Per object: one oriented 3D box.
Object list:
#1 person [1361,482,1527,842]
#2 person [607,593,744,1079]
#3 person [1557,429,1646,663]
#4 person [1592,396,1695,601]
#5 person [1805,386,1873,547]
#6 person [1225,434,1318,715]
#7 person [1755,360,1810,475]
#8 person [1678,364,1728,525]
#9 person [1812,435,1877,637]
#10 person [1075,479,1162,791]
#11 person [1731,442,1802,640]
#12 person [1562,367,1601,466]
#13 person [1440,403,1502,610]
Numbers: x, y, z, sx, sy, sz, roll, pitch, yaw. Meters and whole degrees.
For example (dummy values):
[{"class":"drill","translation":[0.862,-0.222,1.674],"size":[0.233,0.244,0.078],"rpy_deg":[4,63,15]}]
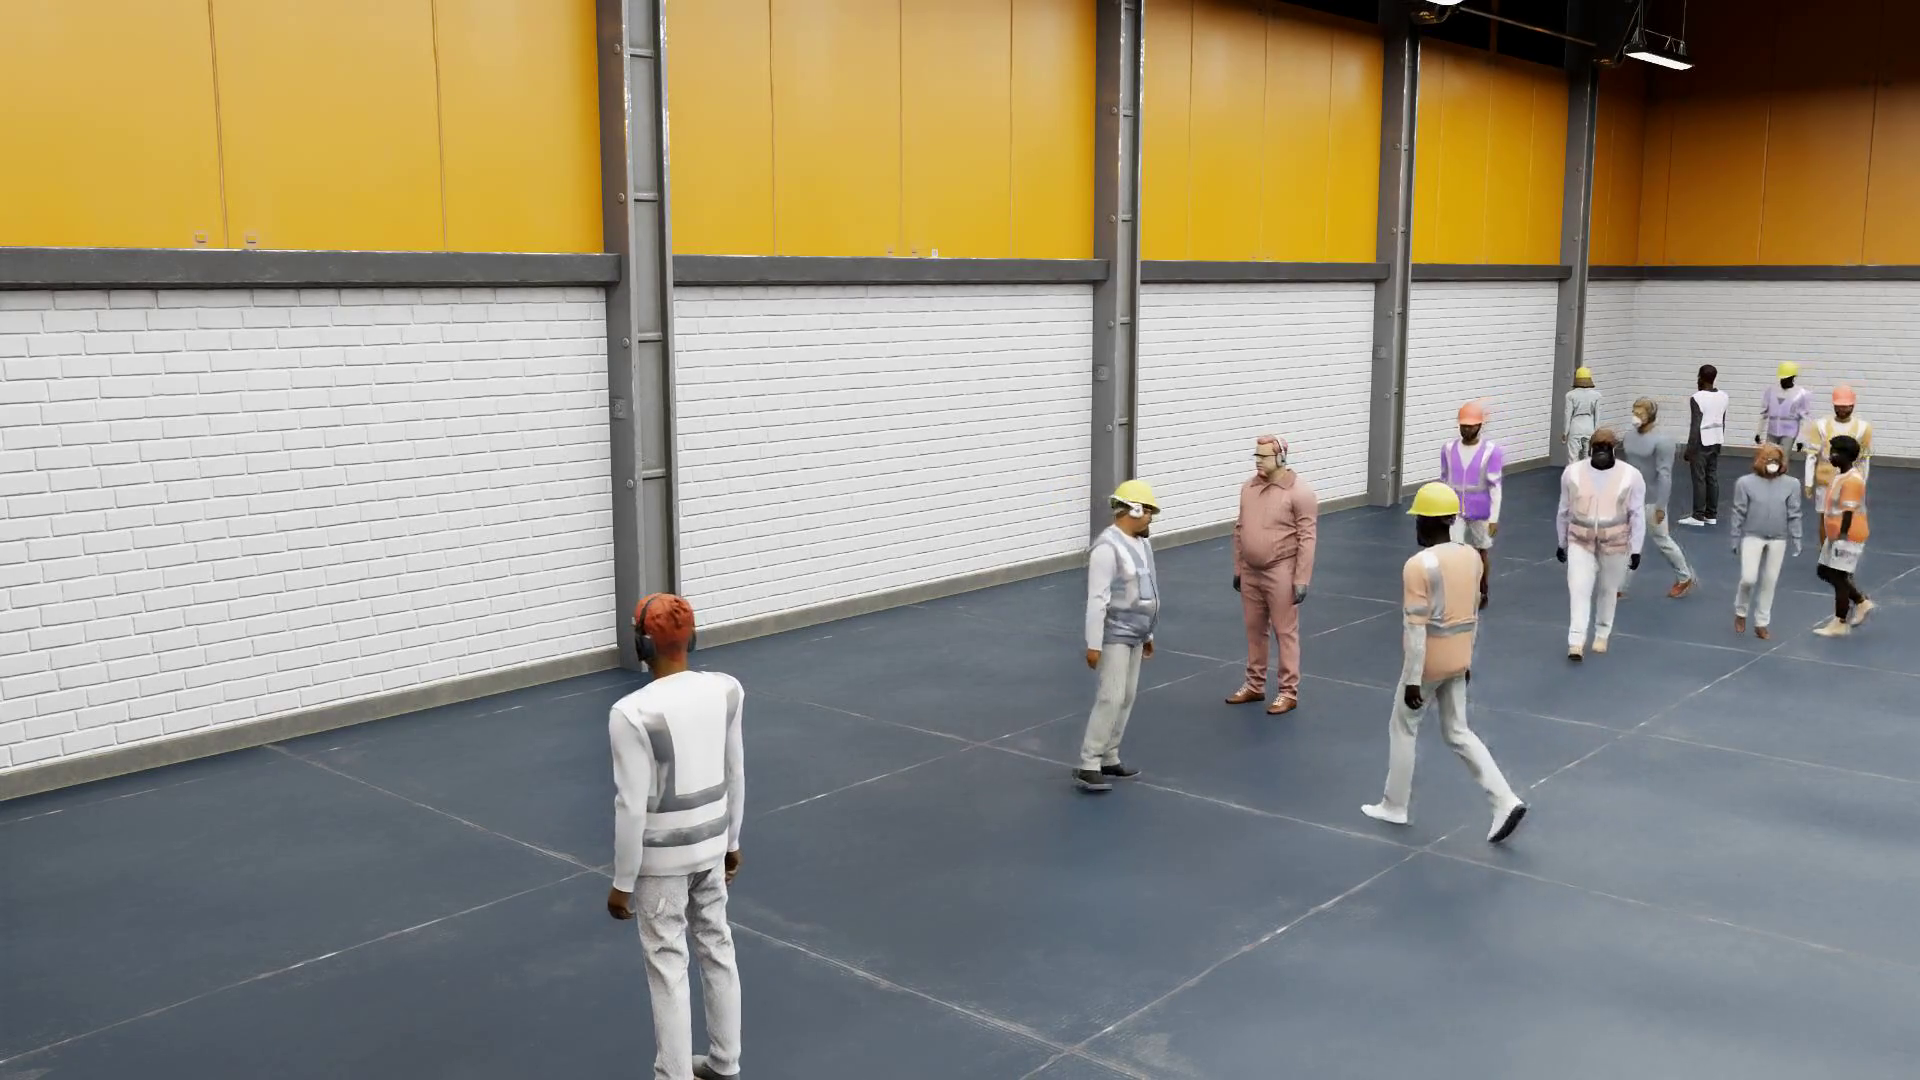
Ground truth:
[{"class":"person","translation":[2.585,0.645,8.792],"size":[0.595,1.900,0.865],"rpy_deg":[-7,11,-36]},{"class":"person","translation":[-0.991,1.113,5.856],"size":[0.337,1.882,0.585],"rpy_deg":[7,12,38]},{"class":"person","translation":[4.945,0.042,12.871],"size":[0.652,1.789,0.947],"rpy_deg":[4,10,25]},{"class":"person","translation":[6.324,-0.372,15.175],"size":[0.985,1.903,0.642],"rpy_deg":[-3,9,-17]},{"class":"person","translation":[8.662,-0.574,16.437],"size":[0.557,1.881,1.014],"rpy_deg":[5,10,30]},{"class":"person","translation":[2.103,0.228,11.349],"size":[0.403,1.906,0.652],"rpy_deg":[-7,11,-37]},{"class":"person","translation":[10.622,-1.381,21.478],"size":[0.590,1.894,0.657],"rpy_deg":[-7,11,-37]},{"class":"person","translation":[8.885,-1.127,19.826],"size":[0.599,1.915,0.376],"rpy_deg":[-5,10,-30]},{"class":"person","translation":[7.299,-0.026,13.657],"size":[0.431,1.680,0.547],"rpy_deg":[2,9,12]},{"class":"person","translation":[0.948,0.552,9.707],"size":[0.406,1.786,0.679],"rpy_deg":[5,10,29]},{"class":"person","translation":[6.587,0.012,13.587],"size":[0.507,1.619,0.337],"rpy_deg":[2,9,11]},{"class":"person","translation":[8.400,-1.468,22.514],"size":[0.492,1.741,0.312],"rpy_deg":[0,9,1]},{"class":"person","translation":[4.463,-0.269,14.554],"size":[0.559,1.886,1.015],"rpy_deg":[6,11,33]}]
